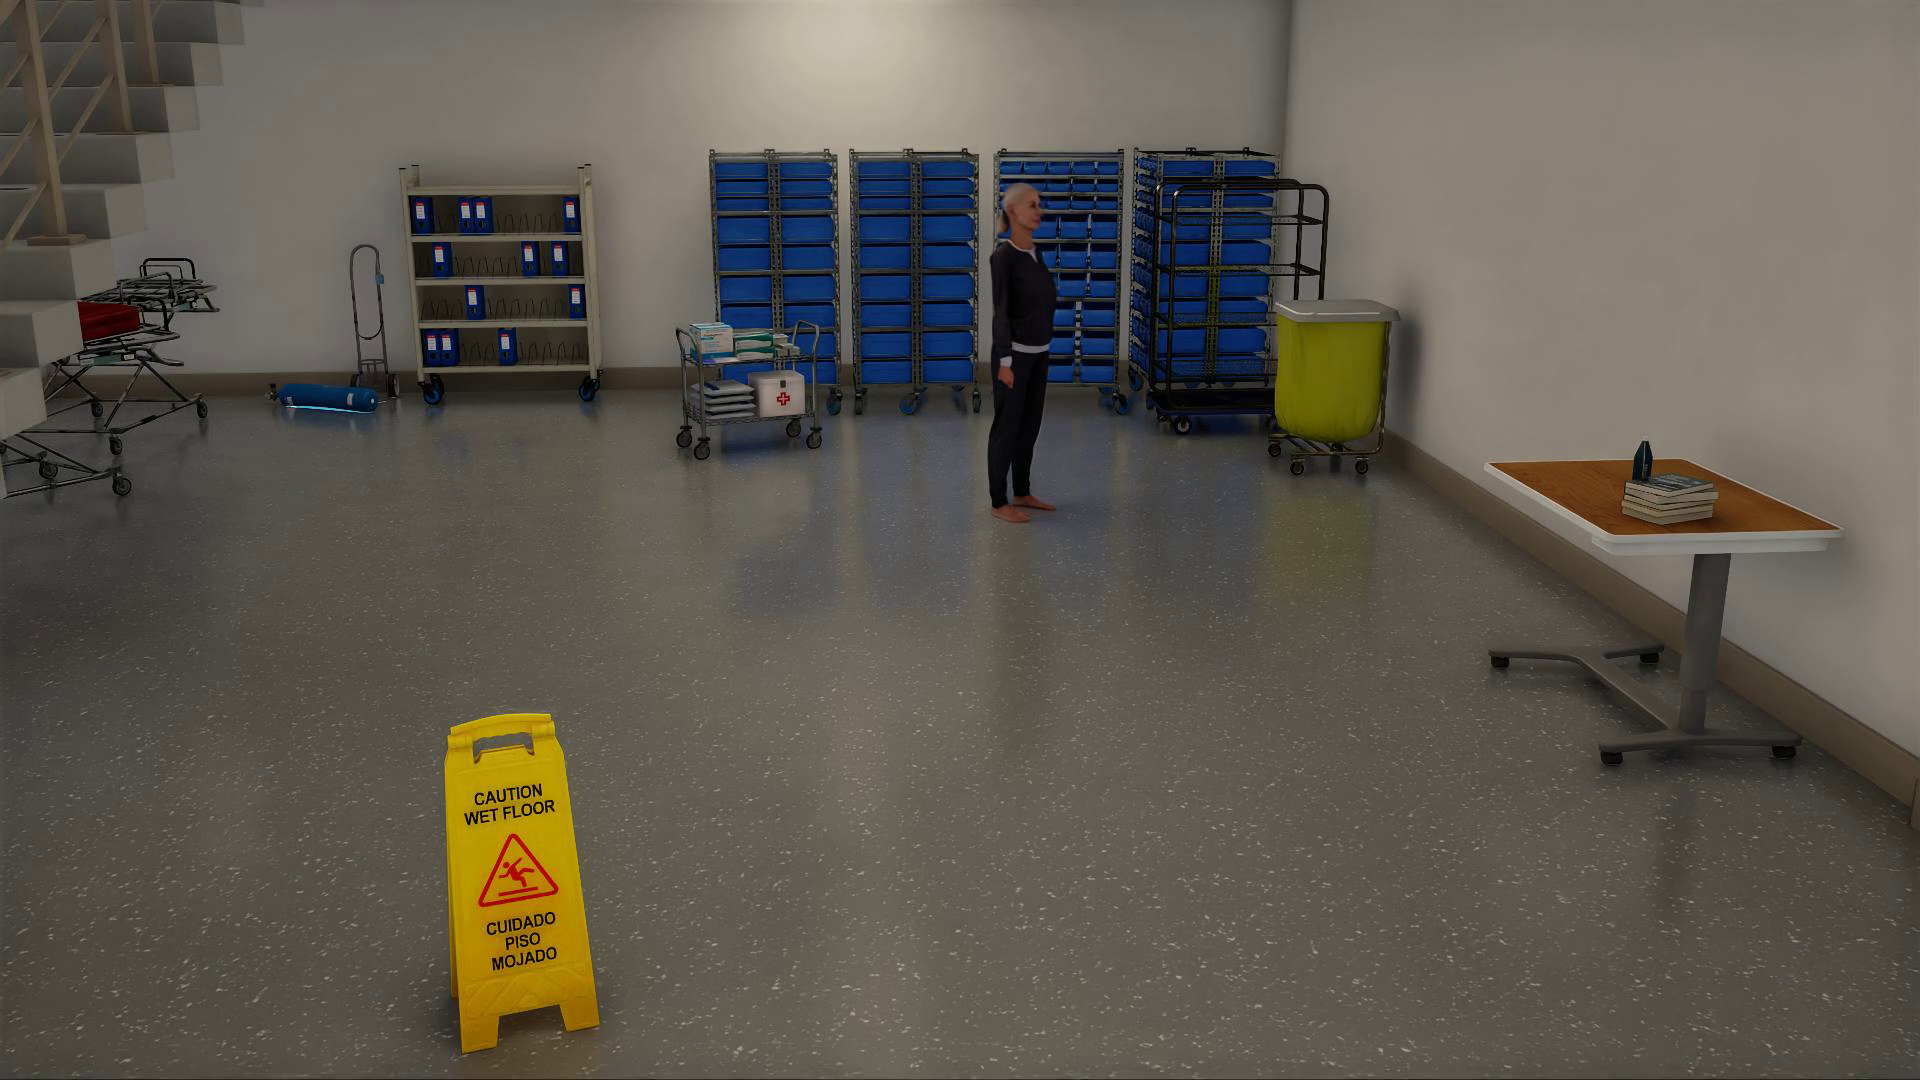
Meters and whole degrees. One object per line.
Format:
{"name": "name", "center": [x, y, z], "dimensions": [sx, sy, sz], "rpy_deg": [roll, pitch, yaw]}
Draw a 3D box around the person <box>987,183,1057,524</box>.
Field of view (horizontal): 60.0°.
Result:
{"name": "person", "center": [0.310, -0.987, 8.669], "dimensions": [0.740, 1.727, 0.650], "rpy_deg": [10, 18, 30]}
